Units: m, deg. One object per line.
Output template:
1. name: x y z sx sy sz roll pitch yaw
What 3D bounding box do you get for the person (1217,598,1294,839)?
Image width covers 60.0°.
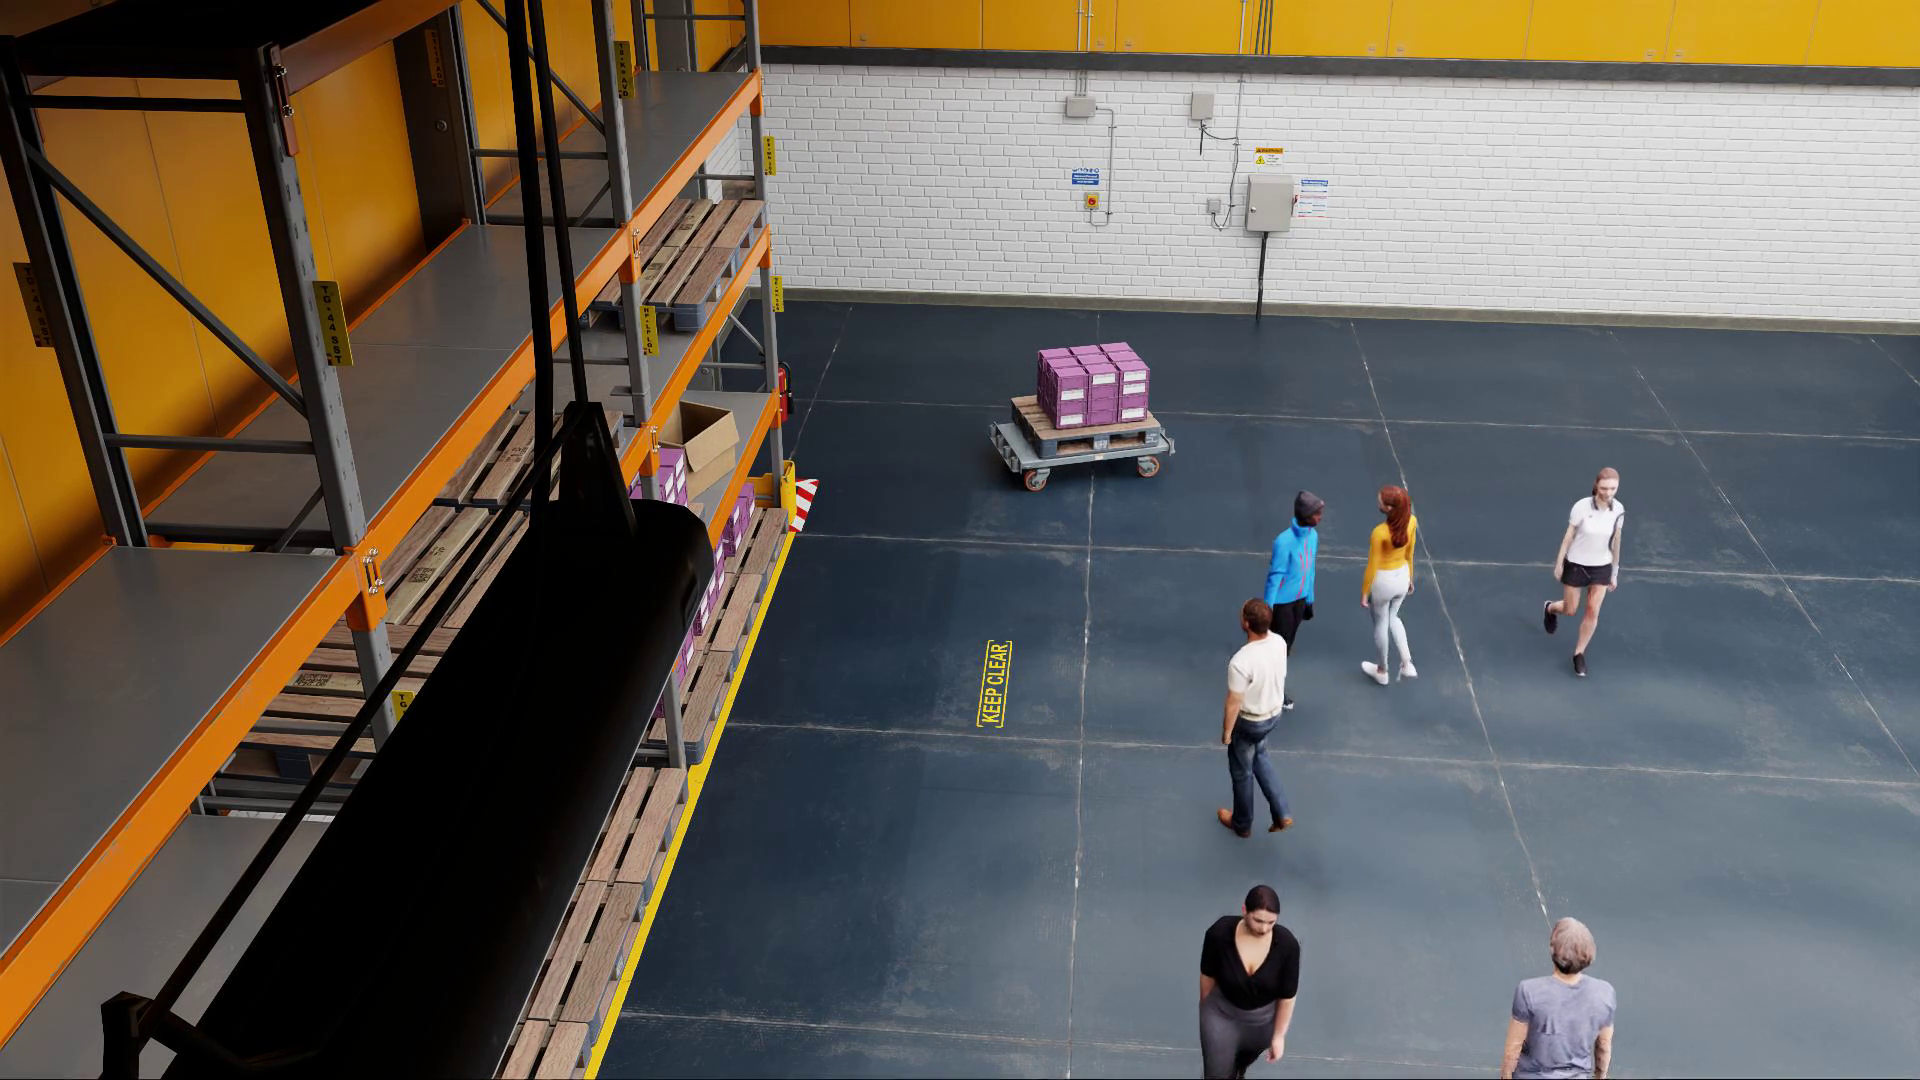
1. person: 1.990 1.226 10.859 0.936 1.844 1.000 -20 35 -33

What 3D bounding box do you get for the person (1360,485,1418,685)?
1. person: 3.280 0.397 12.497 0.842 1.728 0.932 -13 31 -23

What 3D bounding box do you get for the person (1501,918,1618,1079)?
1. person: 2.877 2.735 8.081 0.673 1.854 1.041 2 29 4

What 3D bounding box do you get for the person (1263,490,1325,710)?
1. person: 2.360 0.421 12.402 0.822 1.779 0.883 -21 35 -33

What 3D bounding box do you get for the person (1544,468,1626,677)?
1. person: 4.832 0.180 12.893 0.634 1.732 0.878 -1 29 -1

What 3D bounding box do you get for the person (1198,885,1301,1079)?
1. person: 1.512 2.450 8.768 0.669 1.696 1.116 5 29 9
